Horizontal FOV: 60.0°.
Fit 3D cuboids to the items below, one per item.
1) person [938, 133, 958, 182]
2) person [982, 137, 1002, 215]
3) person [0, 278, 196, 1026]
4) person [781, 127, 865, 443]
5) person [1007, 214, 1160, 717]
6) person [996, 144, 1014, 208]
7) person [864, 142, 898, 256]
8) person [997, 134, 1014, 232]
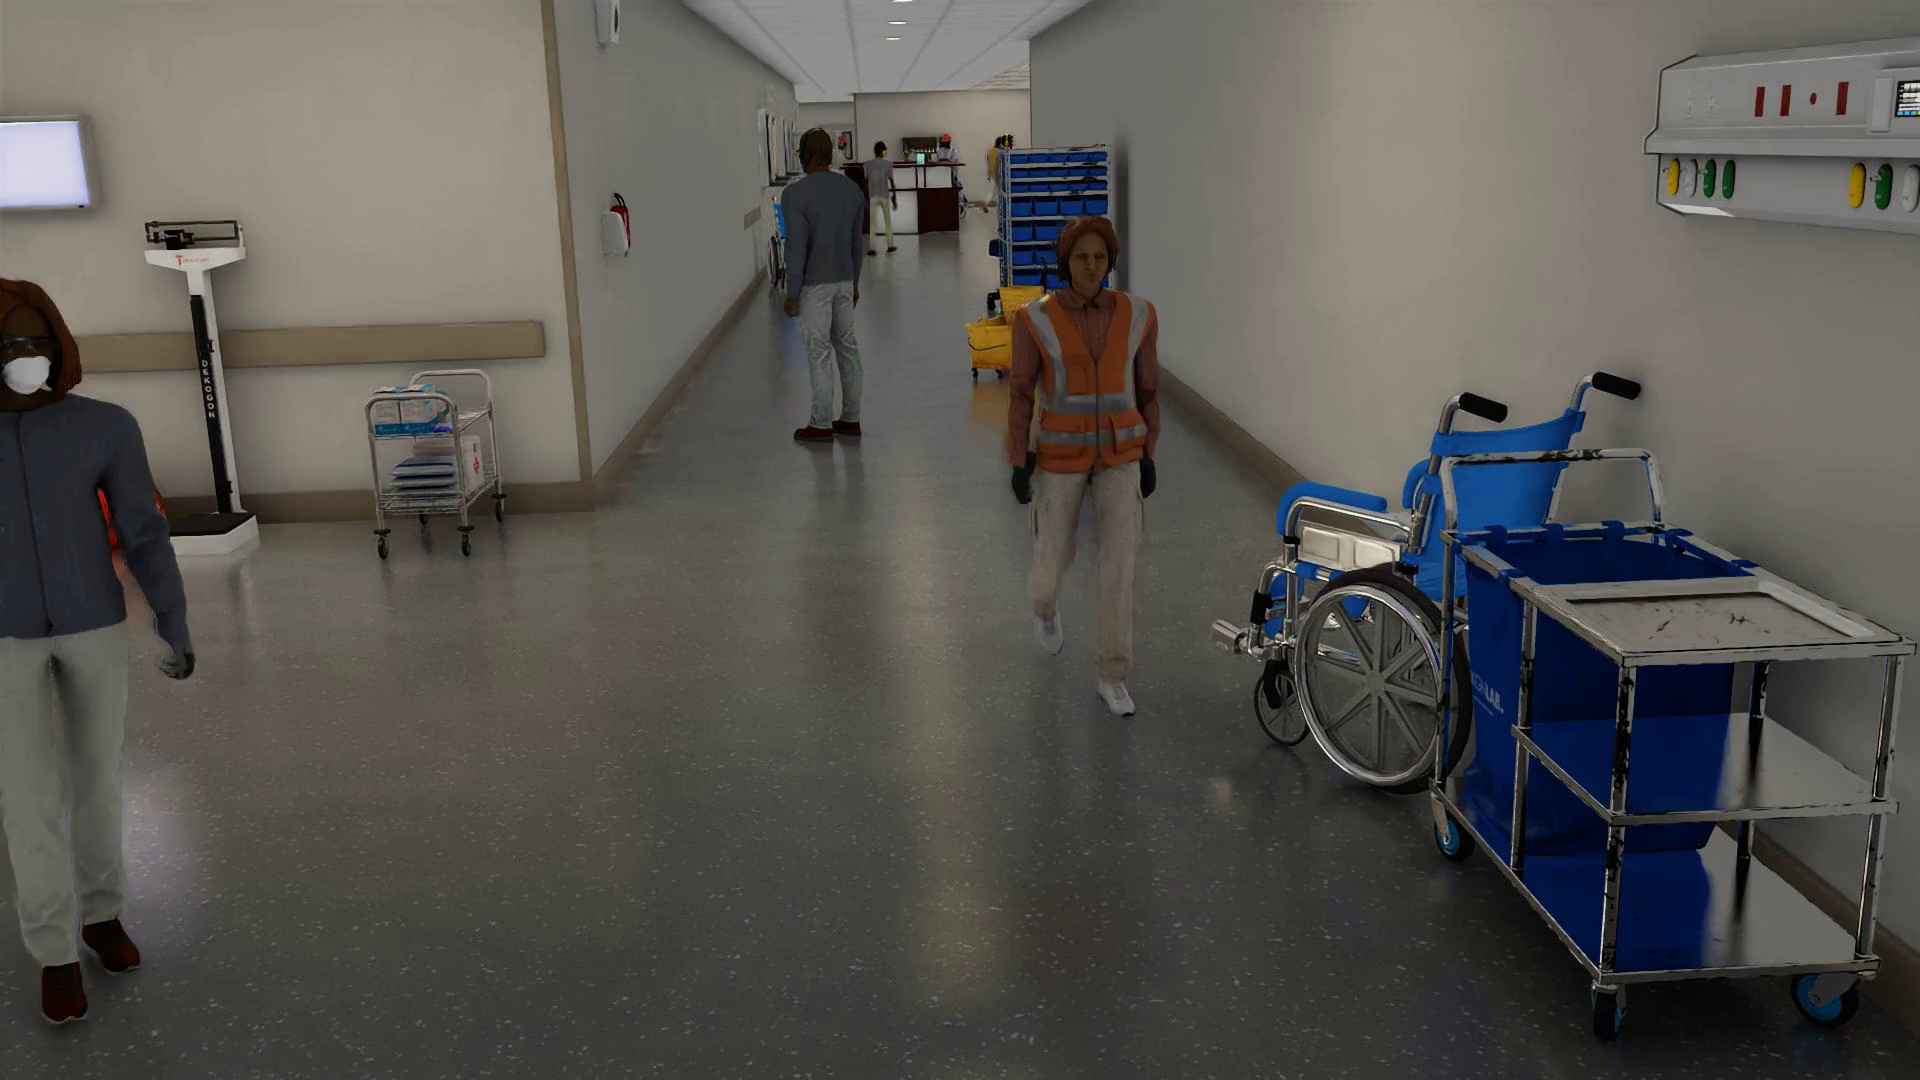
[{"bbox_3d":[-0.299,-8.933,40.570,0.545,1.929,0.390,5,15,27],"label":"person"},{"bbox_3d":[0.843,-8.557,39.128,0.659,1.820,0.642,-15,19,-43],"label":"person"},{"bbox_3d":[-1.972,0.242,3.674,0.531,1.616,0.558,-13,18,-39],"label":"person"},{"bbox_3d":[-0.856,-1.580,10.394,0.372,1.940,0.631,11,18,41],"label":"person"},{"bbox_3d":[0.406,-0.278,5.564,0.526,1.612,0.721,-4,14,-8],"label":"person"},{"bbox_3d":[1.048,-8.041,37.107,0.611,1.743,0.545,9,17,37],"label":"person"},{"bbox_3d":[-1.275,-5.548,27.054,0.541,1.801,0.840,-2,14,-2],"label":"person"},{"bbox_3d":[0.889,-6.910,32.259,0.331,1.862,0.507,0,14,8],"label":"person"}]
